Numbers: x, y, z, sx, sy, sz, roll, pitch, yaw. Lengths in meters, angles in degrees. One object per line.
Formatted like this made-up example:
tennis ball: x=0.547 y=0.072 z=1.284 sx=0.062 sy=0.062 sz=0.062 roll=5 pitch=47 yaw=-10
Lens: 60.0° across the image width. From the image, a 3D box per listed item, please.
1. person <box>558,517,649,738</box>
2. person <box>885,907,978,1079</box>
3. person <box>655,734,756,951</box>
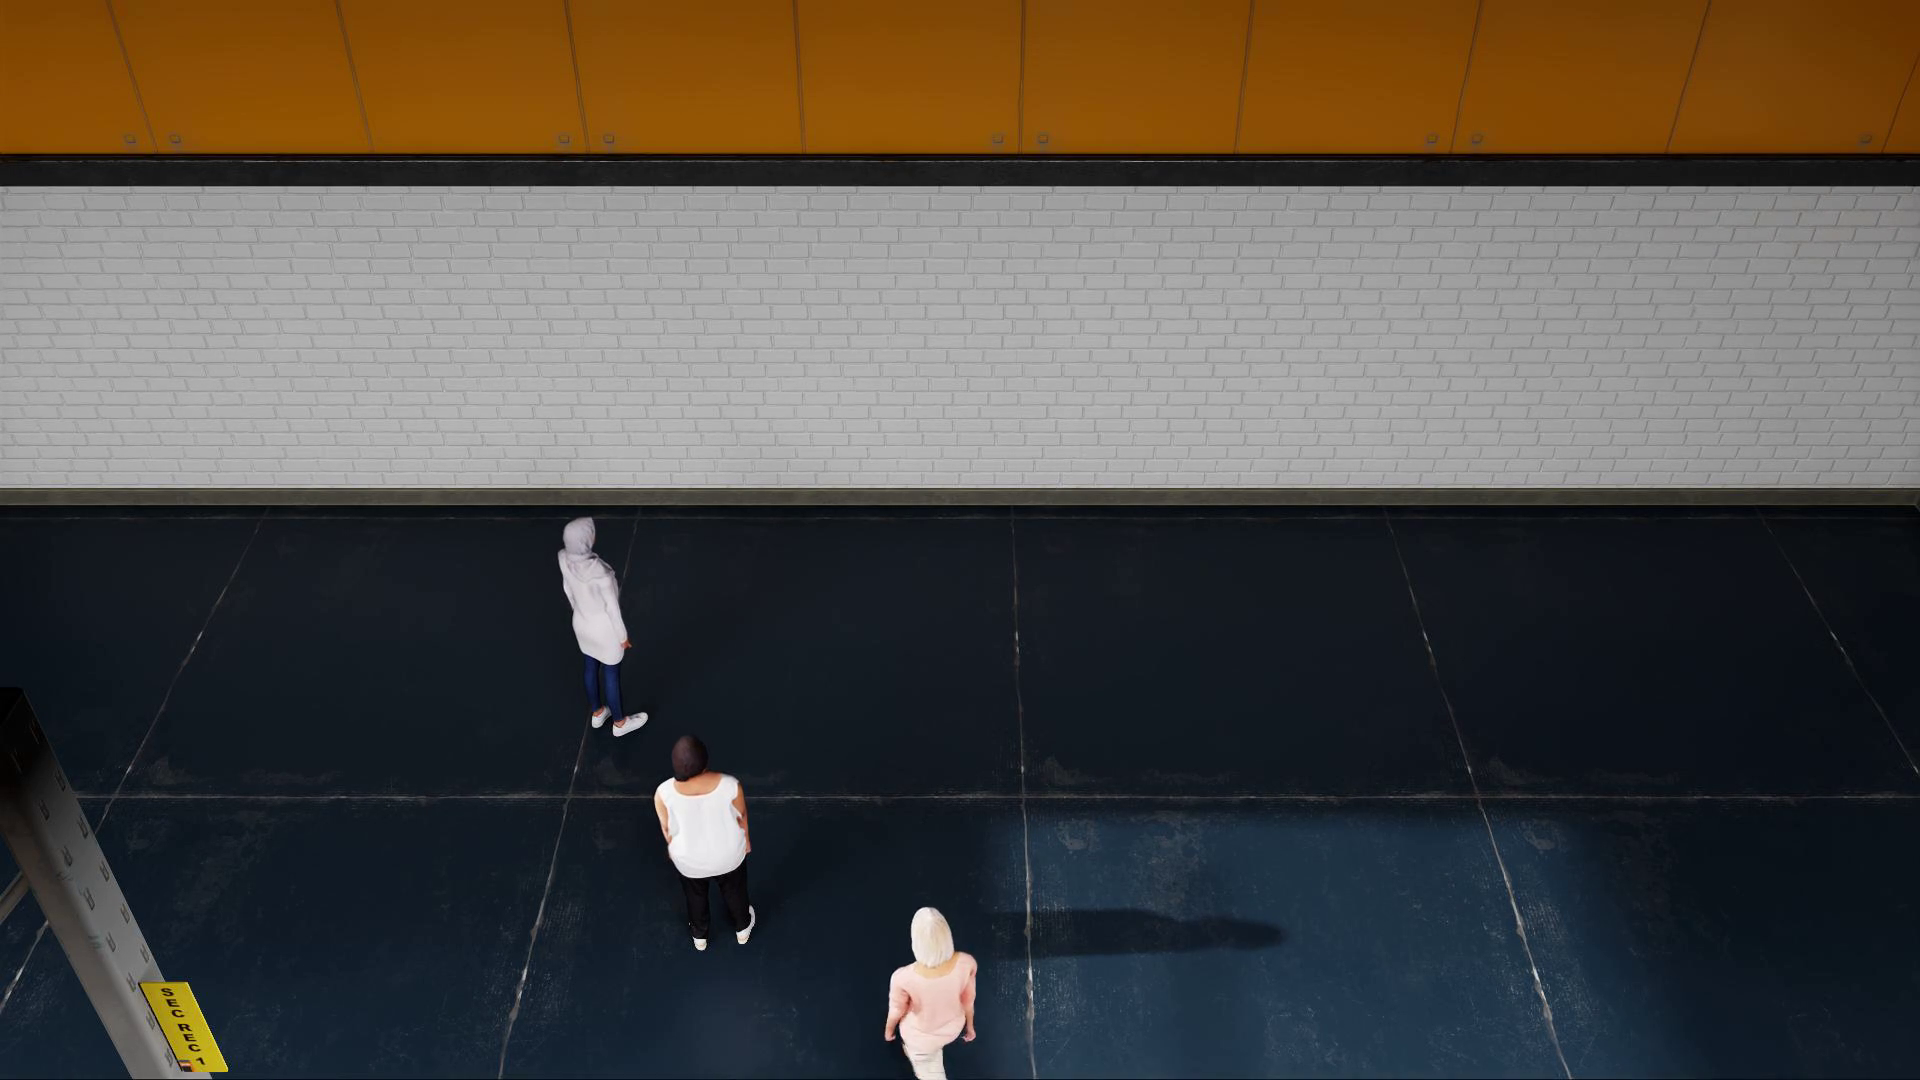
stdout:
person: x=-2.391 y=0.572 z=10.945 sx=0.692 sy=1.776 sz=0.714 roll=24 pitch=44 yaw=27
person: x=-0.105 y=2.573 z=8.517 sx=0.931 sy=1.678 sz=1.235 roll=-15 pitch=41 yaw=-18
person: x=-1.459 y=1.727 z=9.574 sx=0.676 sy=1.683 sz=0.634 roll=-4 pitch=39 yaw=-5
